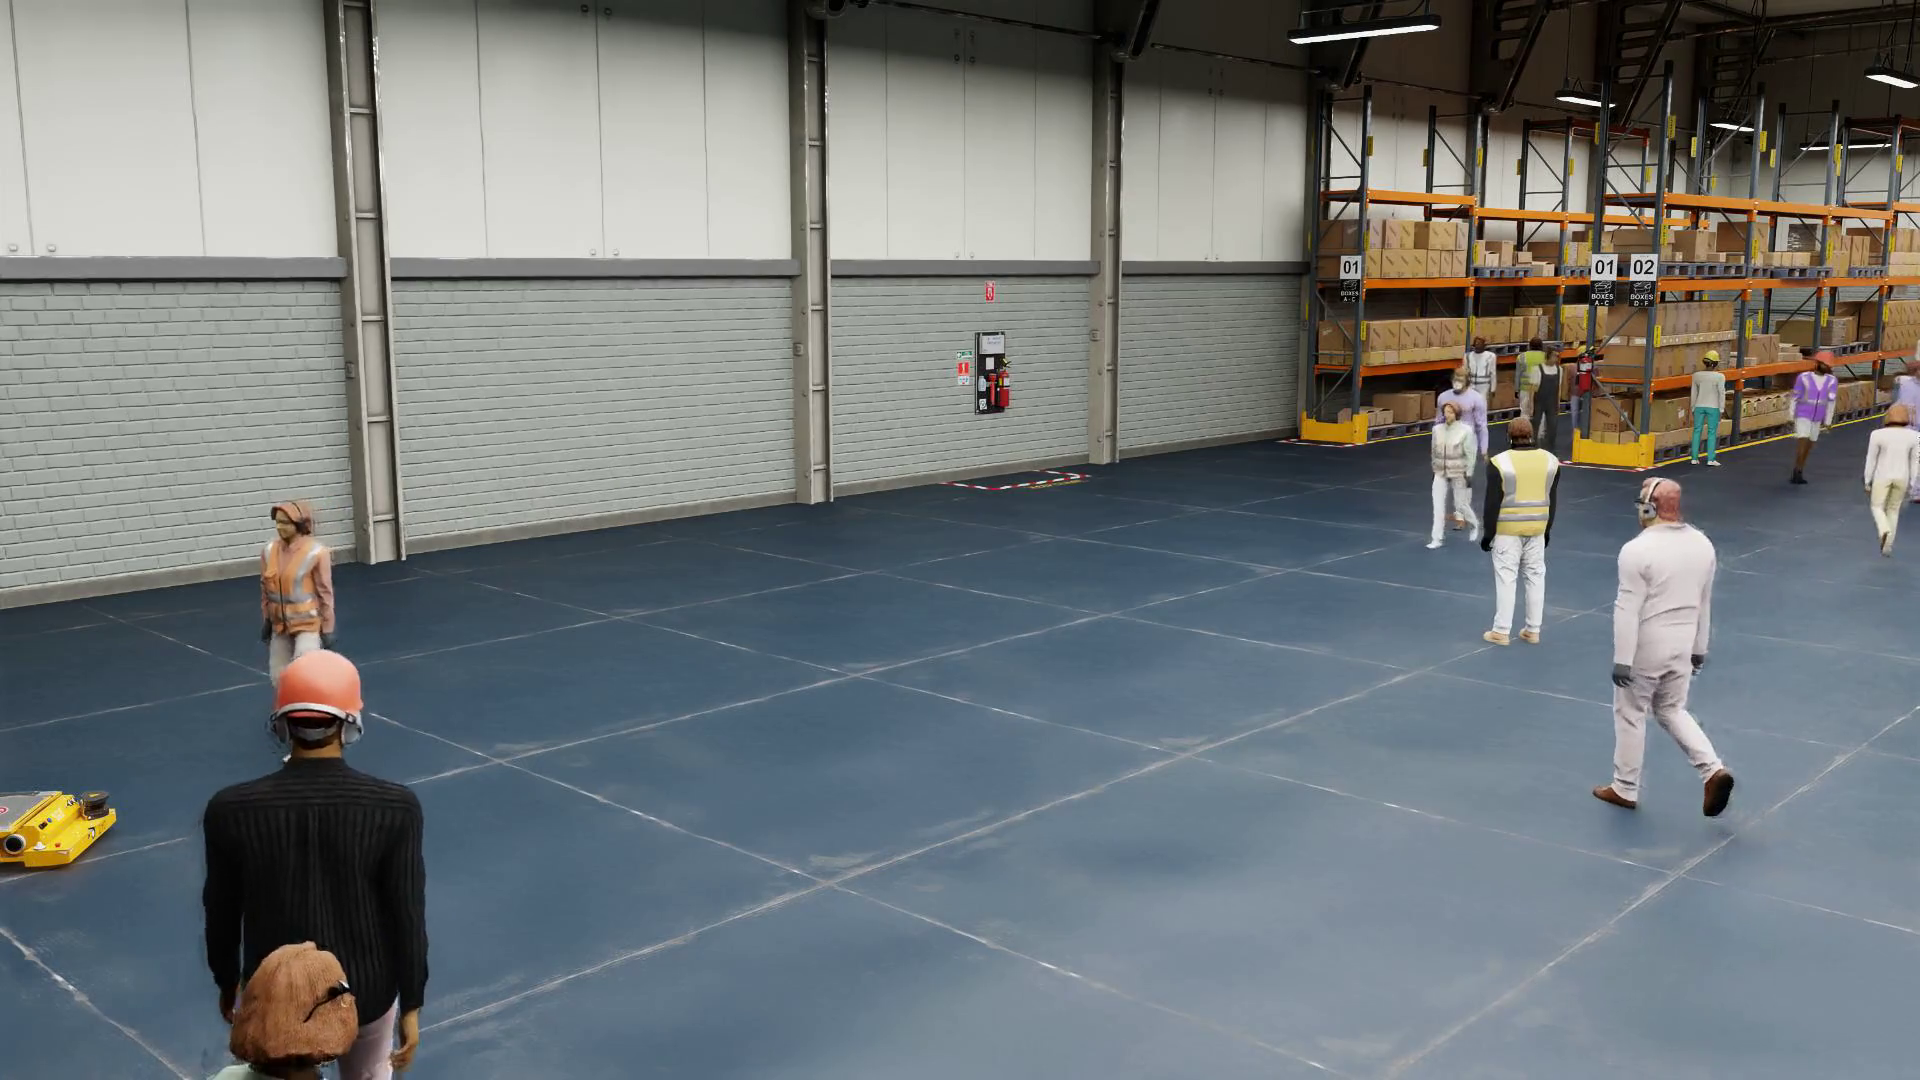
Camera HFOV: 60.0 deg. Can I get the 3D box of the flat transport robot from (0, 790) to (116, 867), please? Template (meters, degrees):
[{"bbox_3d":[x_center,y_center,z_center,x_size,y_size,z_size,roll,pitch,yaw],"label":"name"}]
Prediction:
[{"bbox_3d":[-5.229,1.503,8.575,1.431,0.197,0.652,-1,9,-8],"label":"flat transport robot"}]

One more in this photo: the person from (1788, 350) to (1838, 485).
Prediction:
[{"bbox_3d":[11.888,-1.696,23.169,0.551,1.885,0.661,0,9,3],"label":"person"}]

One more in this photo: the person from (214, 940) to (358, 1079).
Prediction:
[{"bbox_3d":[-1.441,1.661,3.592,0.501,1.594,0.844,6,11,32],"label":"person"}]

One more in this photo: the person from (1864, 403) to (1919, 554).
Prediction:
[{"bbox_3d":[9.848,-0.640,17.572,0.515,1.616,0.696,2,10,13],"label":"person"}]

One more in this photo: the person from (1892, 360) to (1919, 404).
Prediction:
[{"bbox_3d":[14.730,-2.001,25.872,0.814,1.607,0.522,-8,13,-42],"label":"person"}]

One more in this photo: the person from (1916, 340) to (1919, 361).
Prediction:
[{"bbox_3d":[20.368,-3.593,34.886,0.592,1.841,0.991,9,13,42],"label":"person"}]

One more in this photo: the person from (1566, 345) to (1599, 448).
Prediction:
[{"bbox_3d":[10.539,-2.439,28.172,0.526,1.738,0.806,4,10,24],"label":"person"}]

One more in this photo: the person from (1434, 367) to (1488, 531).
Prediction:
[{"bbox_3d":[5.846,-1.080,19.445,0.717,1.895,0.665,-7,12,-36],"label":"person"}]

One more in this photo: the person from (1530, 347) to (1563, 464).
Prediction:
[{"bbox_3d":[9.047,-2.065,25.637,0.569,1.801,0.863,-1,9,-3],"label":"person"}]

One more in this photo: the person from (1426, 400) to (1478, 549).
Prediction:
[{"bbox_3d":[5.378,-0.723,18.053,0.702,1.615,0.523,-8,13,-42],"label":"person"}]

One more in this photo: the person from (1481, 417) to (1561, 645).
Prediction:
[{"bbox_3d":[4.483,-0.068,13.391,0.621,1.840,0.430,-2,9,-10],"label":"person"}]

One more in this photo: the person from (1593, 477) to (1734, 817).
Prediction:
[{"bbox_3d":[3.883,0.604,9.136,0.653,1.890,0.718,-4,10,-24],"label":"person"}]

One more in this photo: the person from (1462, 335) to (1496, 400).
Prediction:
[{"bbox_3d":[8.959,-2.627,28.900,0.617,1.860,0.653,6,11,33],"label":"person"}]

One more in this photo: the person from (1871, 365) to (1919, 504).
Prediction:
[{"bbox_3d":[12.235,-1.395,21.398,0.646,1.872,0.743,-5,10,-26],"label":"person"}]

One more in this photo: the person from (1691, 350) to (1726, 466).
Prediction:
[{"bbox_3d":[11.441,-2.010,25.441,0.311,1.769,0.526,-8,12,-41],"label":"person"}]

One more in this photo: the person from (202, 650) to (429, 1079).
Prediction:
[{"bbox_3d":[-1.827,1.298,4.743,0.611,1.954,0.984,-3,10,-19],"label":"person"}]

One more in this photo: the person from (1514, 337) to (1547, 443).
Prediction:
[{"bbox_3d":[9.917,-2.592,28.759,0.635,1.842,0.429,3,10,20],"label":"person"}]

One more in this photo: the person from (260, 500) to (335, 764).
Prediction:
[{"bbox_3d":[-4.071,0.539,10.337,0.526,1.621,0.531,4,10,23],"label":"person"}]
